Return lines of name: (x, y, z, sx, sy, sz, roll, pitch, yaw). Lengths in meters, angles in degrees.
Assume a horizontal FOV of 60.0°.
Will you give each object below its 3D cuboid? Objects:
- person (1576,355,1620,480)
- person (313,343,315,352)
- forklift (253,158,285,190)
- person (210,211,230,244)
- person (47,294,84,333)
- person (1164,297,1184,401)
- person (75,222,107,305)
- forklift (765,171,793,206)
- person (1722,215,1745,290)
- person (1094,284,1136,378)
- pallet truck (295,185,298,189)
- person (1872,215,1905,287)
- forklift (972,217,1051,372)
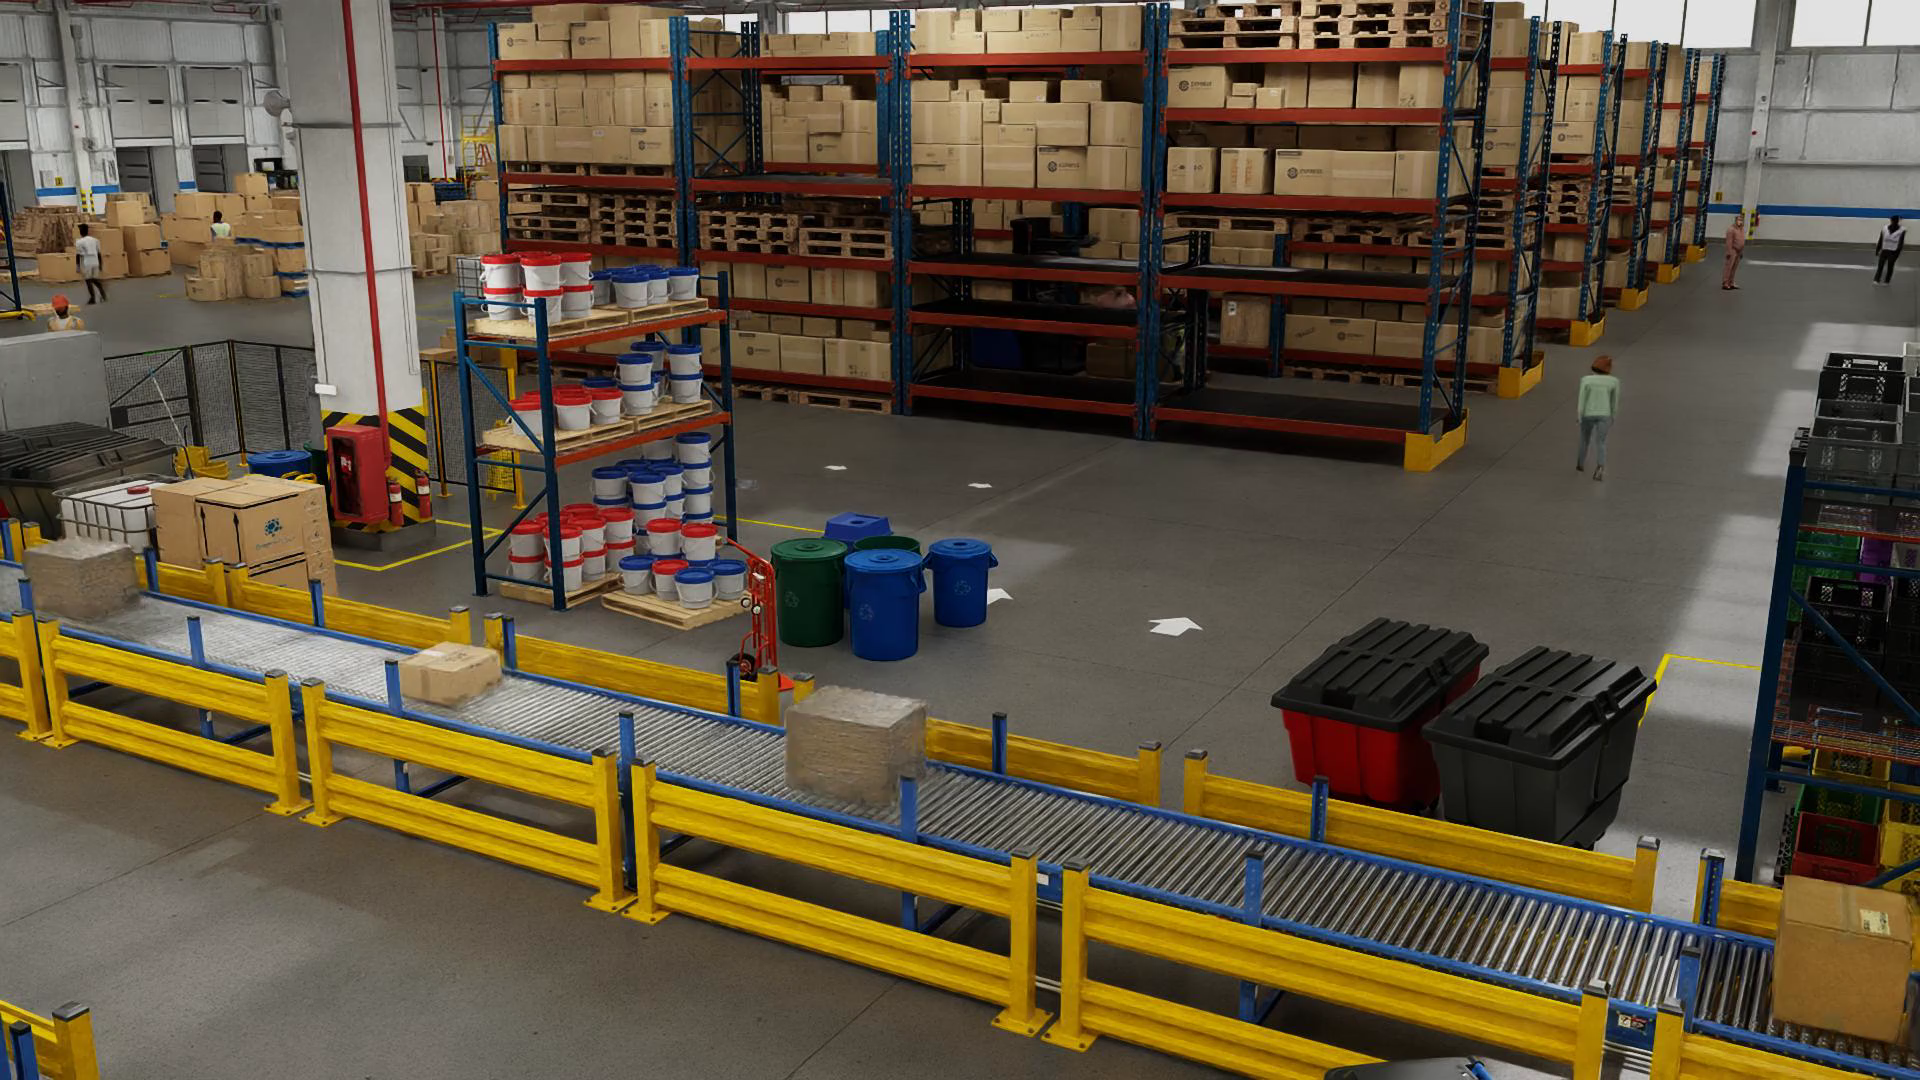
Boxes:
person: (8.274, -1.596, 21.588, 0.506, 1.605, 0.777, 5, 16, 17)
person: (-12.142, -4.399, 31.978, 0.858, 1.642, 0.549, -1, 15, -4)
forklift: (-23.585, -11.676, 56.994, 1.873, 2.768, 1.129, 8, 17, 28)
person: (-19.500, -7.716, 43.949, 0.391, 1.920, 0.590, 6, 16, 23)
person: (-13.582, -2.770, 25.322, 0.544, 1.936, 0.359, -1, 15, -5)
person: (3.475, -3.115, 27.072, 0.318, 1.700, 0.533, -3, 15, -10)
person: (-20.708, -6.559, 39.543, 0.417, 1.952, 0.626, 6, 16, 22)
forklift: (-5.710, -10.508, 52.602, 1.129, 2.768, 1.873, 8, 17, 28)
person: (19.927, -7.388, 42.749, 0.638, 1.904, 0.402, -10, 18, -33)
person: (2.602, -3.564, 28.444, 0.759, 1.881, 0.411, 5, 16, 19)
pallet truck: (-26.804, -14.617, 69.738, 1.885, 1.965, 0.823, -14, 20, -42)
person: (24.105, -7.493, 43.223, 0.962, 1.855, 0.666, -14, 20, -42)
forklift: (1.194, -4.124, 28.604, 1.873, 2.768, 1.129, 8, 17, 28)
